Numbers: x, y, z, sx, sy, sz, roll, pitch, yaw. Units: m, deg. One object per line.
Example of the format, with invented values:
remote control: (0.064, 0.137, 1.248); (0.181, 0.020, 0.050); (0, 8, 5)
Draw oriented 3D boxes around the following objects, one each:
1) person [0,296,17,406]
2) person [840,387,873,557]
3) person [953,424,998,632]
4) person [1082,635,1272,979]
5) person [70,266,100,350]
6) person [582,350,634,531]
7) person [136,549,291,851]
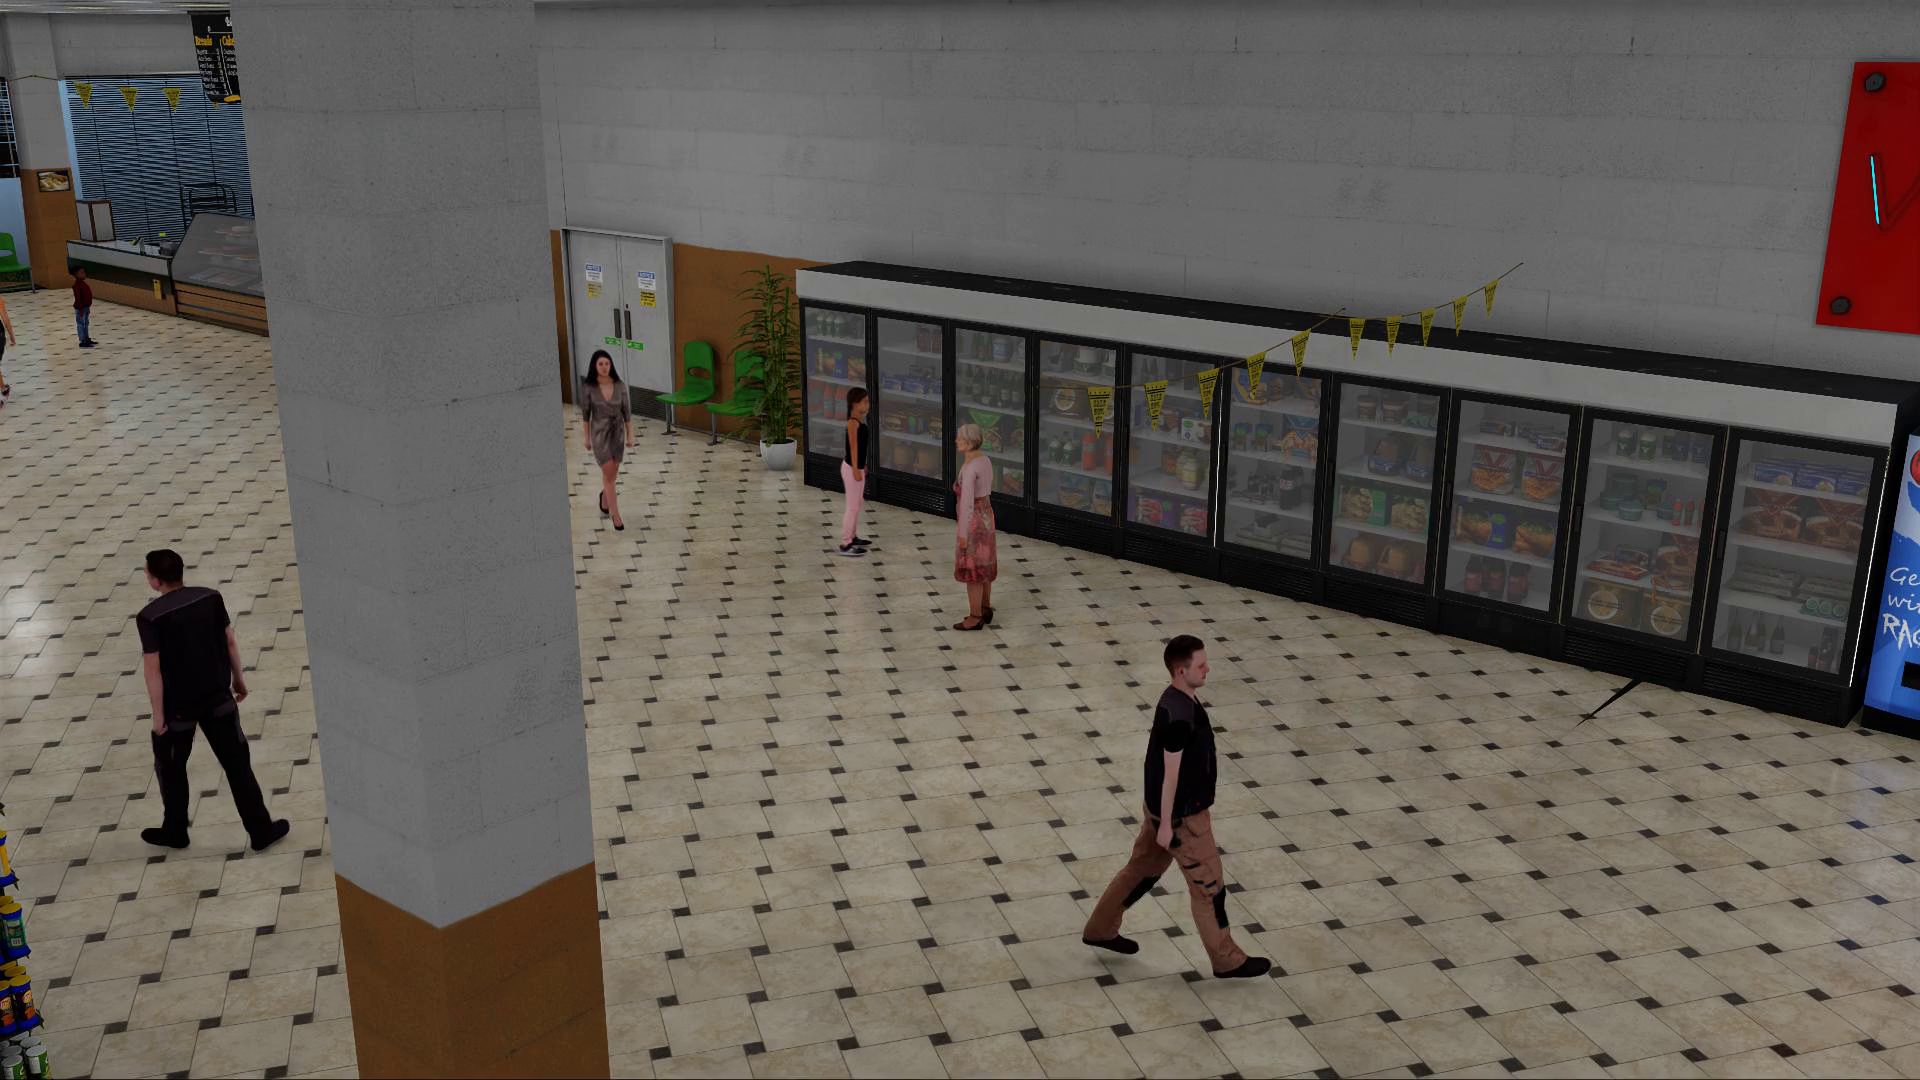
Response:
person: (-12.450, -2.545, 21.328); (1.060, 1.694, 1.062); (-3, 17, -11)
person: (-0.973, -0.640, 15.285); (0.681, 1.559, 0.595); (2, 17, 6)
person: (0.133, -0.107, 13.301); (0.721, 1.693, 0.611); (6, 18, 18)
person: (0.983, 1.348, 8.330); (1.176, 1.796, 1.233); (2, 17, 7)
person: (-13.457, -3.572, 25.469); (0.632, 1.253, 0.578); (-2, 17, -8)
person: (-3.435, -0.985, 16.166); (1.085, 1.709, 0.933); (-9, 19, -26)
person: (-4.361, 0.950, 9.610); (0.862, 1.815, 0.804); (16, 23, 42)
